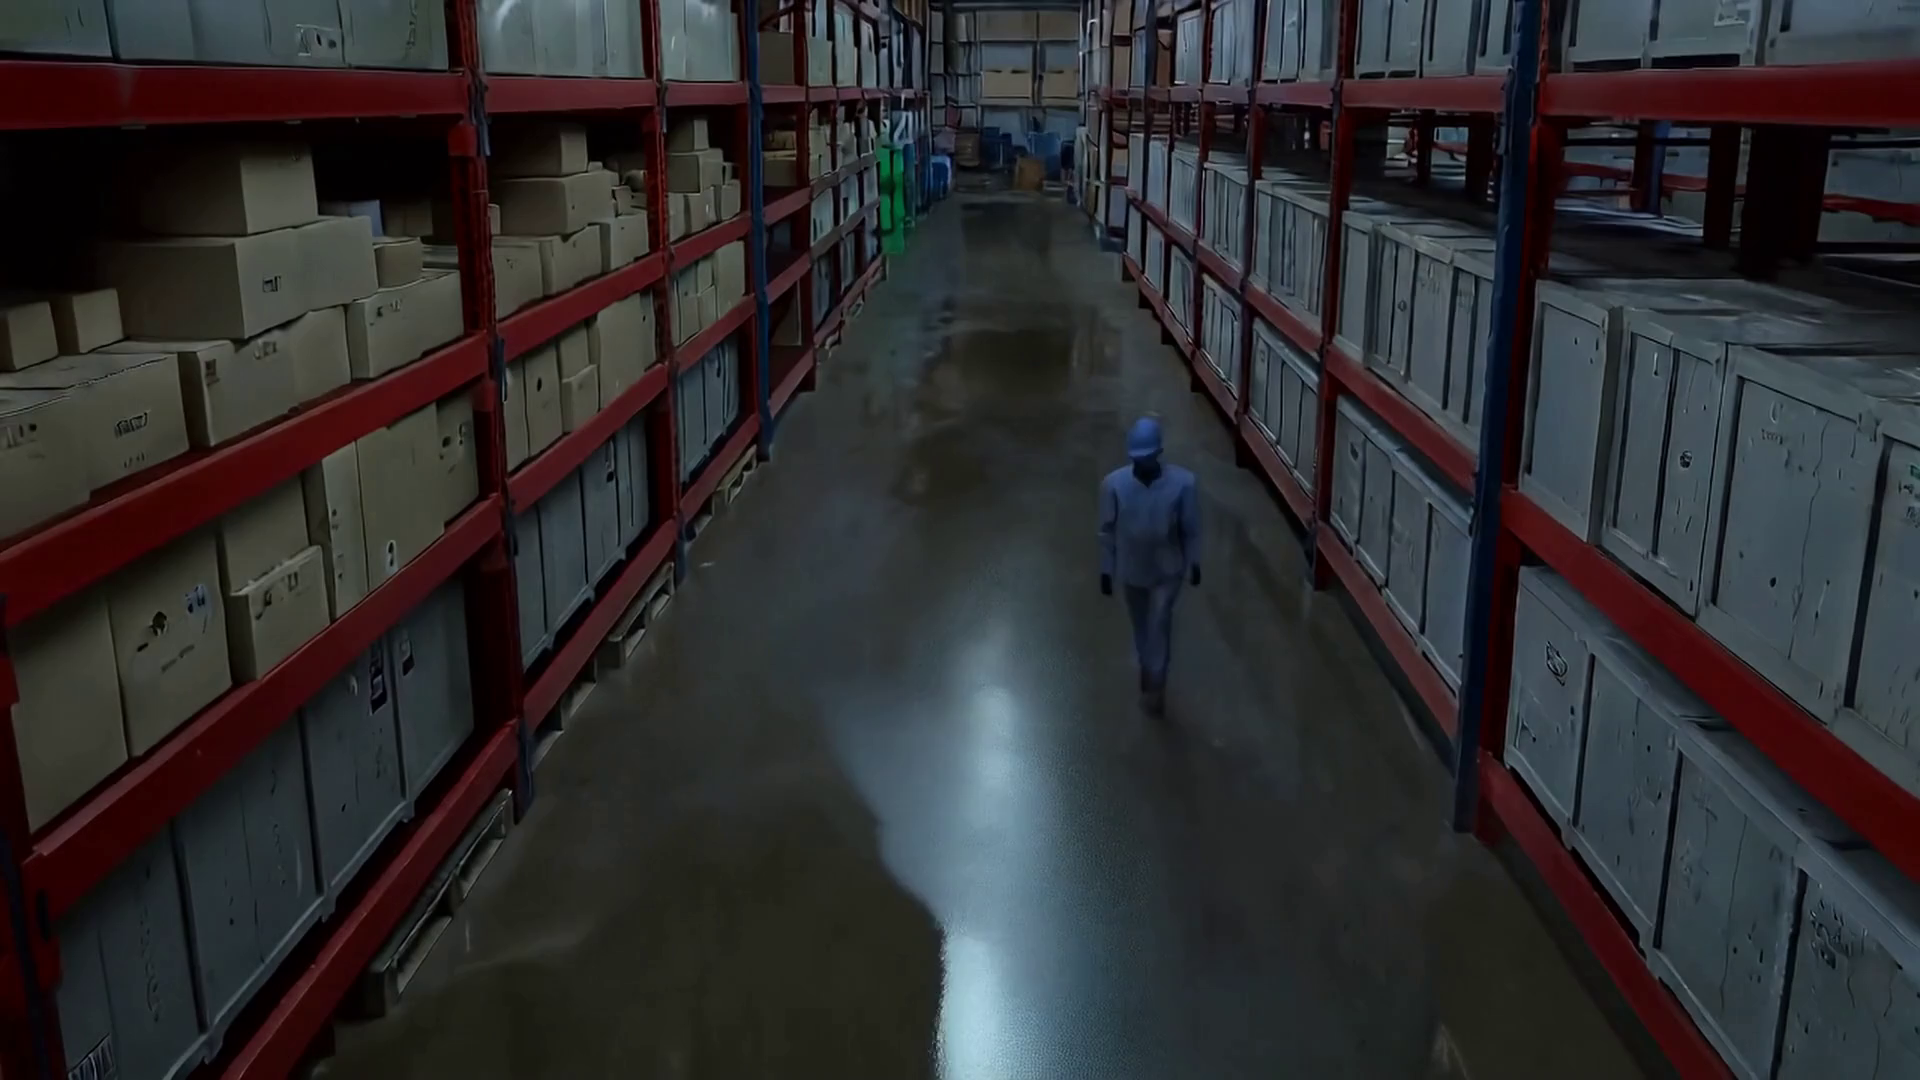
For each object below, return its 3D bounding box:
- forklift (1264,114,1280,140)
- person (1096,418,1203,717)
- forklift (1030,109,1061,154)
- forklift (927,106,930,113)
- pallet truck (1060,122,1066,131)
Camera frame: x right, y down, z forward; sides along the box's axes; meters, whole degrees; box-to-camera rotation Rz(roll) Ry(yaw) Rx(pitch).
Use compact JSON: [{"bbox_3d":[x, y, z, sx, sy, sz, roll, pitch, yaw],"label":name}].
[{"bbox_3d":[11.031,-14.036,60.014,1.129,2.768,1.873,0,15,2],"label":"forklift"},{"bbox_3d":[1.079,0.133,9.521,0.582,1.701,0.916,4,16,15],"label":"person"},{"bbox_3d":[3.777,-16.764,70.163,1.129,2.768,1.873,-9,18,-31],"label":"forklift"},{"bbox_3d":[-2.001,-20.667,84.687,1.129,2.768,1.873,0,15,2],"label":"forklift"},{"bbox_3d":[5.788,-21.111,88.014,1.885,1.965,0.823,5,16,18],"label":"pallet truck"}]
